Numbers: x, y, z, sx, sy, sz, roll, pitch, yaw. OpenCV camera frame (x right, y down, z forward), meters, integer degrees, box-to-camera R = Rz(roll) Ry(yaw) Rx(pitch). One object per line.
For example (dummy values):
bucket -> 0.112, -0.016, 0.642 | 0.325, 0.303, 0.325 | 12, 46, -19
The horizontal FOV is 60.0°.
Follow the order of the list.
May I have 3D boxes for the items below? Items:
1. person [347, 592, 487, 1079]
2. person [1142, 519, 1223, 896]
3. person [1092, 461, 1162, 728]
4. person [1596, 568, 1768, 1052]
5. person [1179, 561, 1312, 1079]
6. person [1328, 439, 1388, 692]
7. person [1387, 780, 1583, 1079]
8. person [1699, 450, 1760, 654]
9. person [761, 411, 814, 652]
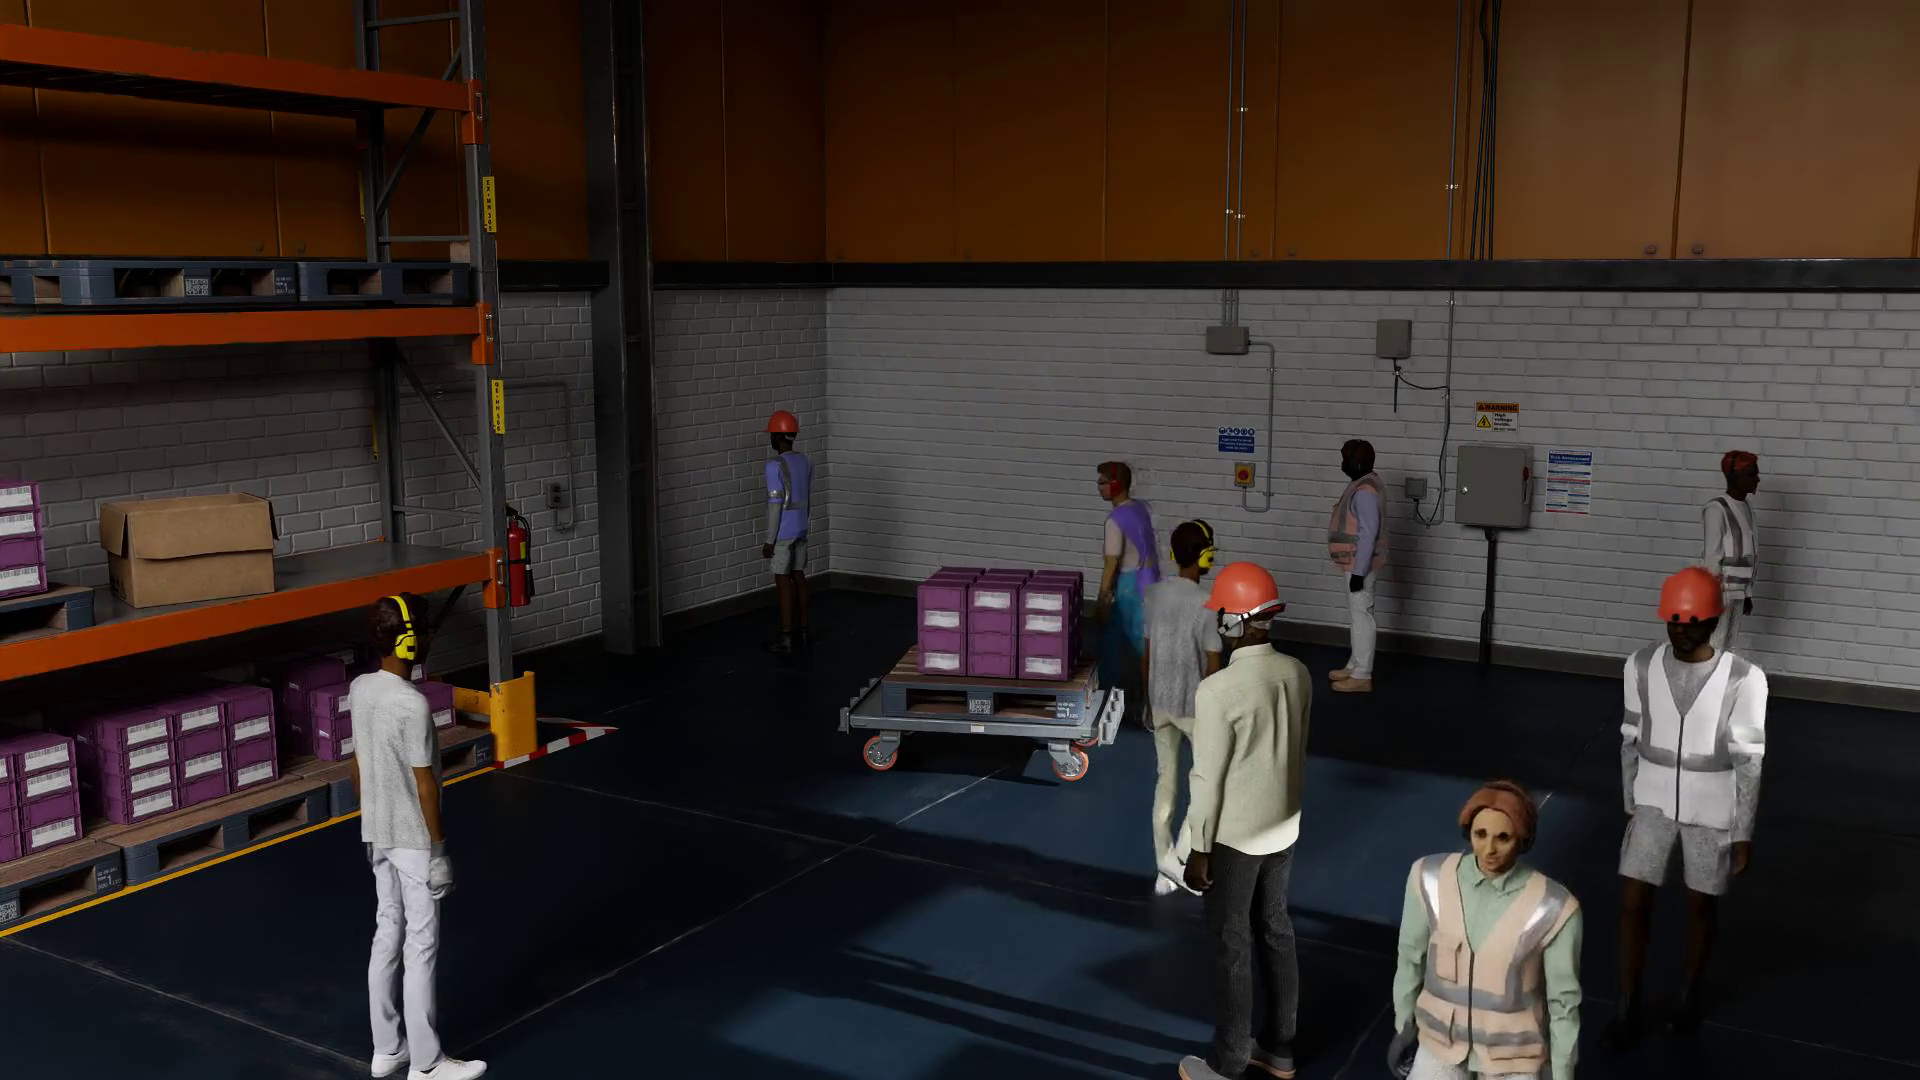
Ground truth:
person -> -2.049, 1.116, 6.189 | 0.524, 1.871, 0.325 | 7, 12, 39
person -> 1.080, 0.824, 8.074 | 0.537, 1.855, 0.394 | 7, 12, 39
person -> 1.043, 0.368, 11.105 | 0.996, 1.784, 0.582 | 3, 10, 20
person -> 2.786, 1.060, 6.431 | 0.557, 1.907, 0.786 | 7, 11, 36
person -> 1.050, 1.065, 6.165 | 0.608, 1.987, 0.404 | -9, 13, -44
person -> 2.888, 0.184, 12.106 | 0.430, 1.841, 0.624 | 2, 9, 12
person -> 1.504, 1.462, 4.755 | 0.537, 1.624, 0.465 | 6, 11, 34
person -> 5.037, 0.353, 10.909 | 0.354, 1.883, 0.572 | 9, 13, 44
person -> -1.409, -0.070, 13.382 | 0.358, 1.938, 0.548 | 5, 10, 27
